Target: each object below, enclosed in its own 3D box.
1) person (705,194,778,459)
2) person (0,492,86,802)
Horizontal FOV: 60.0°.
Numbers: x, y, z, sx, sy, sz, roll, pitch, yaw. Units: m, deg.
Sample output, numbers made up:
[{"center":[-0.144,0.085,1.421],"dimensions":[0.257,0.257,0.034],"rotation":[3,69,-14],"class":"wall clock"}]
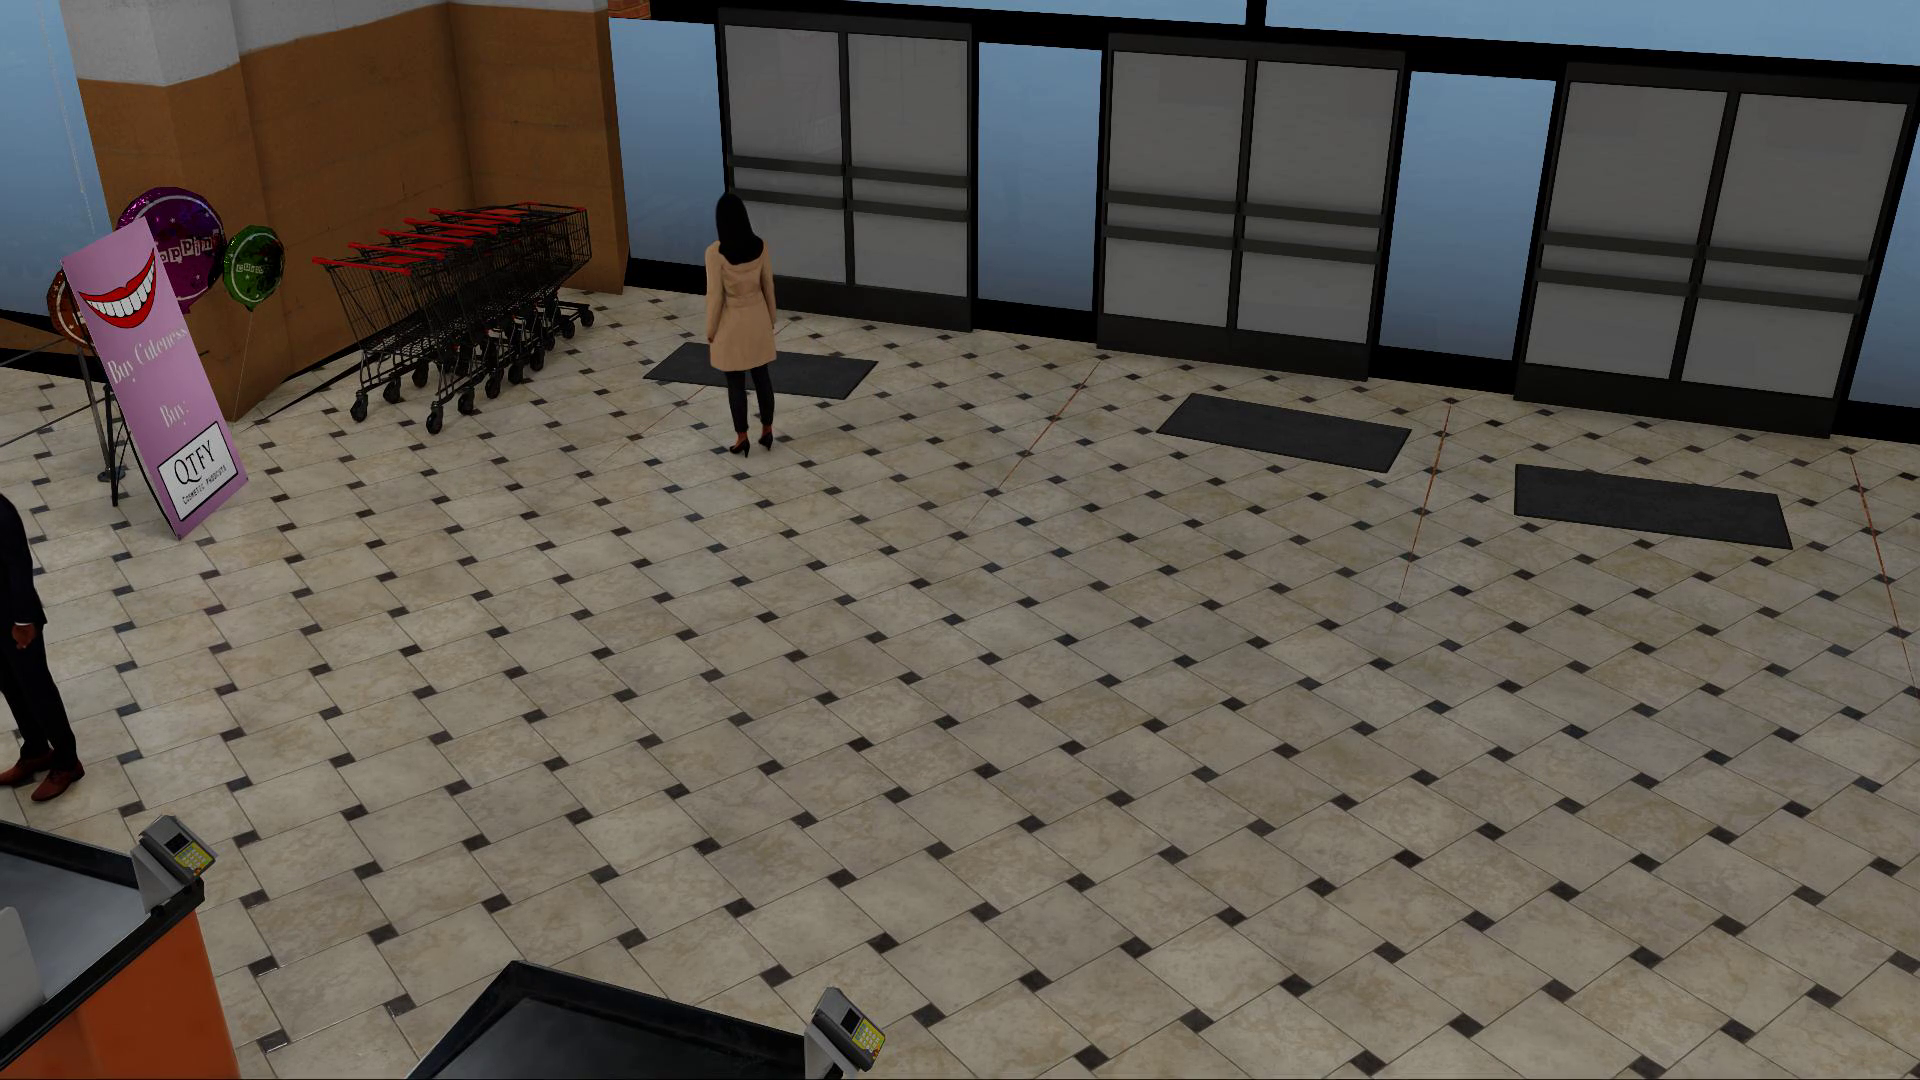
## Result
[{"center":[-1.365,-1.331,10.403],"dimensions":[0.681,1.680,0.784],"rotation":[-17,32,-30],"class":"person"},{"center":[-4.099,0.305,7.125],"dimensions":[0.650,1.727,0.567],"rotation":[13,30,24],"class":"person"}]
